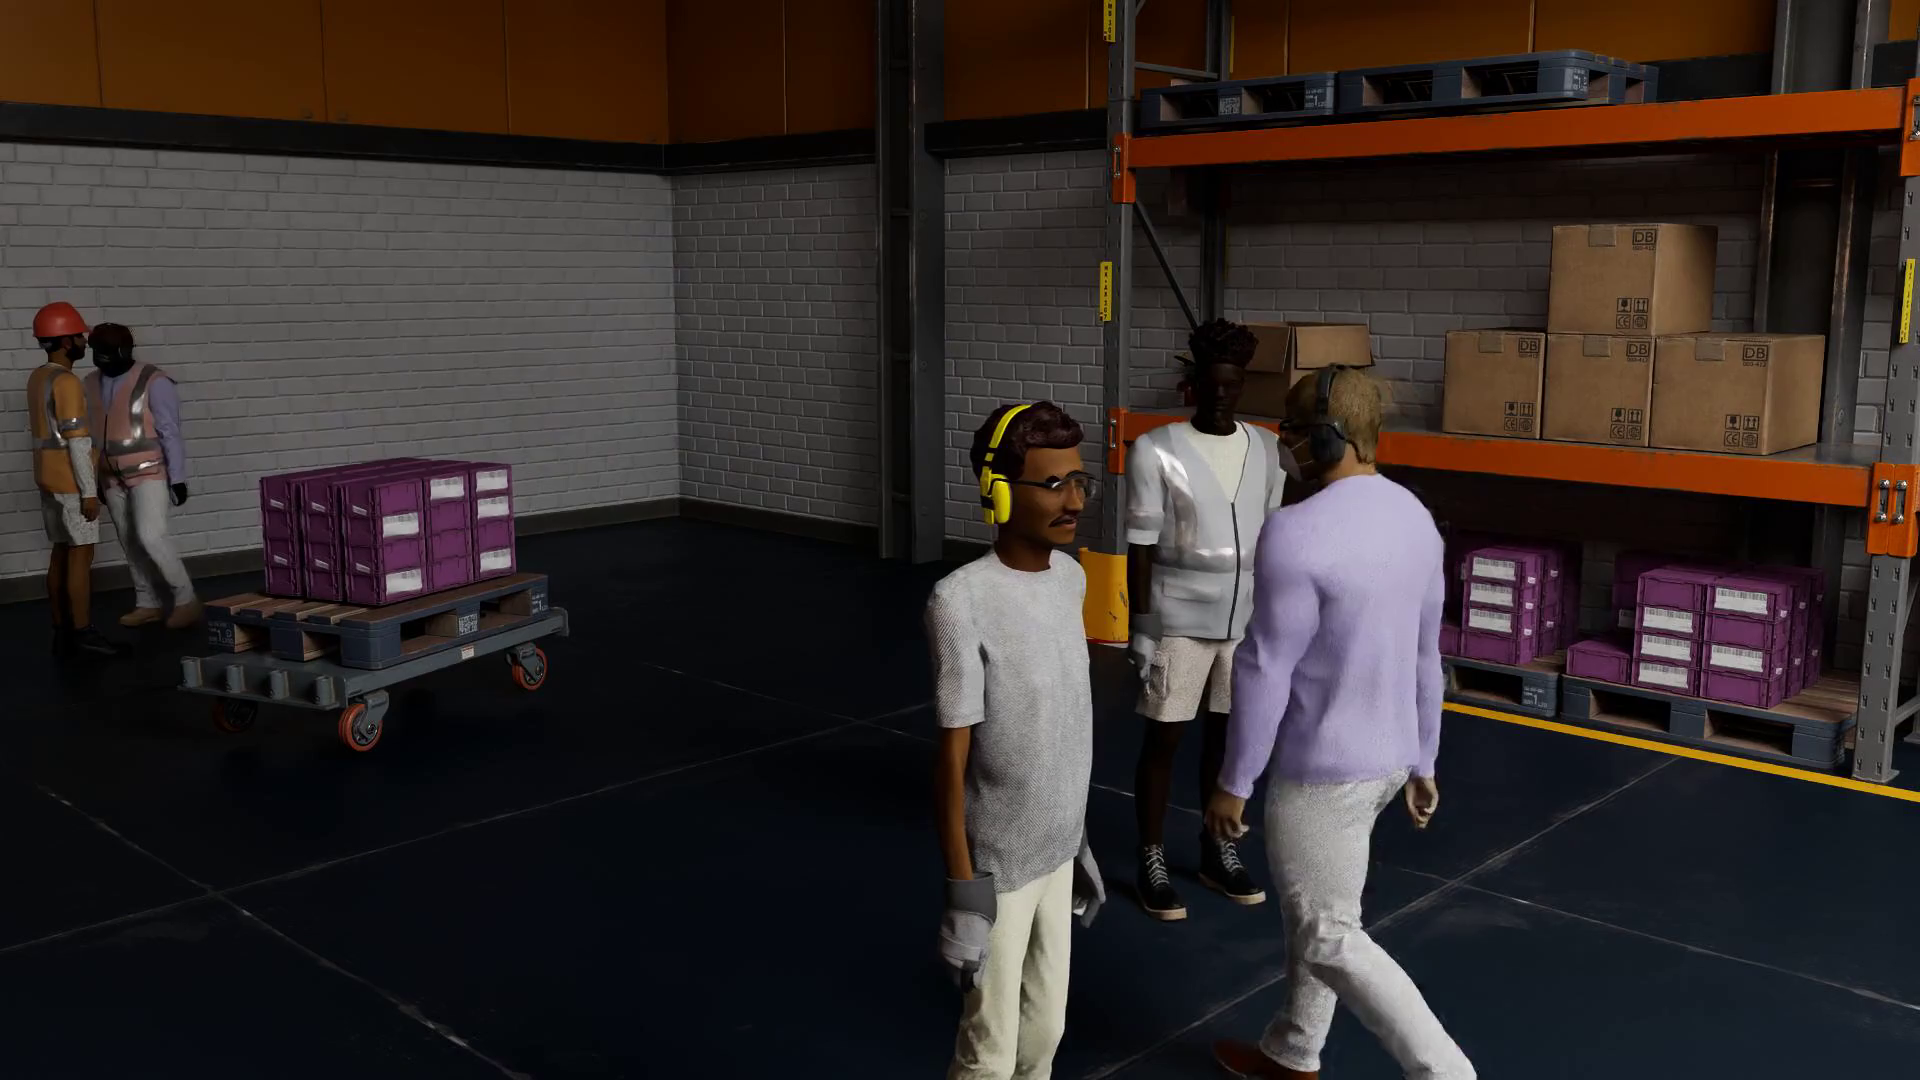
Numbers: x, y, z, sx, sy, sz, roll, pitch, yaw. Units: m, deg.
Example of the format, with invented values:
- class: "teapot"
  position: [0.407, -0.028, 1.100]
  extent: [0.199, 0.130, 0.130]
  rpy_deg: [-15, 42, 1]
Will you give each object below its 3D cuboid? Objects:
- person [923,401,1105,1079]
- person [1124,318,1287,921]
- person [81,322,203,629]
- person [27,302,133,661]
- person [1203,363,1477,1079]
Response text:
- class: "person"
  position: [0.133, 0.656, 3.315]
  extent: [0.316, 1.870, 0.532]
  rpy_deg: [6, 11, 32]
- class: "person"
  position: [0.814, 0.255, 5.483]
  extent: [0.608, 1.963, 0.370]
  rpy_deg: [-4, 10, -24]
- class: "person"
  position: [-4.847, -0.367, 9.785]
  extent: [0.644, 1.817, 0.454]
  rpy_deg: [3, 10, 16]
- class: "person"
  position: [-4.819, -0.314, 9.038]
  extent: [0.546, 1.942, 0.352]
  rpy_deg: [8, 12, 41]
- class: "person"
  position: [0.954, 0.543, 3.910]
  extent: [0.870, 1.913, 0.627]
  rpy_deg: [8, 12, 41]
